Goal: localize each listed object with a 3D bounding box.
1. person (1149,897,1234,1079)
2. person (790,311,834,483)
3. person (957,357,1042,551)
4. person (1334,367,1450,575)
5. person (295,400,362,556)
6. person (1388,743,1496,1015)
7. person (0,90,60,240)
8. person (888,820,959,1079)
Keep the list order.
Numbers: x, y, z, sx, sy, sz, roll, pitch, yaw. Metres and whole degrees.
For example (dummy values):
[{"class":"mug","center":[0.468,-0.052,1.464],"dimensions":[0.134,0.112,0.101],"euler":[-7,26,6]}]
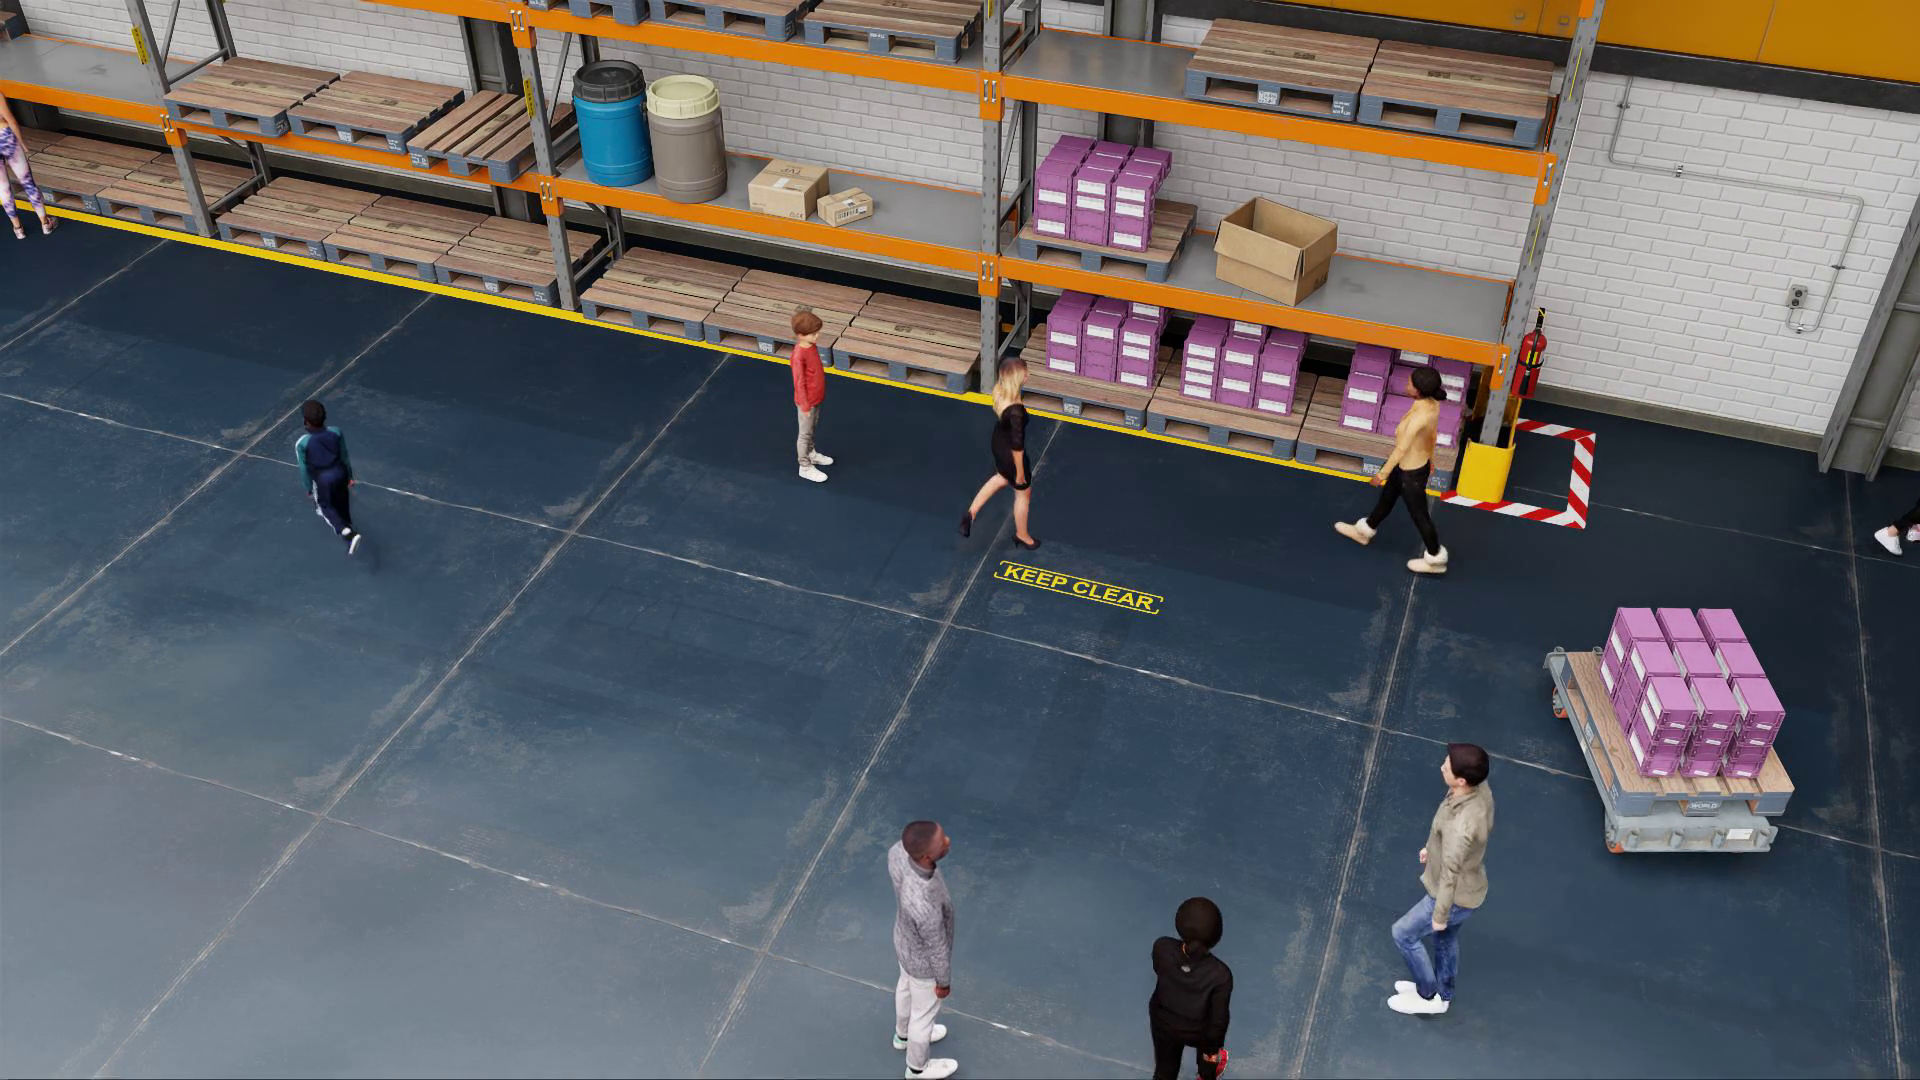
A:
[{"class":"person","center":[1.052,2.398,8.059],"dimensions":[0.875,1.647,0.739],"euler":[17,42,21]},{"class":"person","center":[-1.161,-1.111,12.637],"dimensions":[0.508,1.418,0.546],"euler":[7,39,8]},{"class":"person","center":[0.295,-0.590,11.789],"dimensions":[0.964,1.663,0.877],"euler":[-12,40,-15]},{"class":"person","center":[3.249,-0.445,11.639],"dimensions":[1.102,1.622,0.647],"euler":[16,41,19]},{"class":"person","center":[-4.510,-0.429,11.921],"dimensions":[0.813,1.246,0.675],"euler":[31,48,33]},{"class":"person","center":[2.634,1.835,8.608],"dimensions":[0.708,1.843,0.778],"euler":[18,42,21]},{"class":"person","center":[-8.972,-3.674,15.567],"dimensions":[0.666,1.767,0.742],"euler":[-12,40,-15]},{"class":"person","center":[-0.211,2.047,8.348],"dimensions":[0.773,1.836,0.731],"euler":[-14,41,-17]}]
